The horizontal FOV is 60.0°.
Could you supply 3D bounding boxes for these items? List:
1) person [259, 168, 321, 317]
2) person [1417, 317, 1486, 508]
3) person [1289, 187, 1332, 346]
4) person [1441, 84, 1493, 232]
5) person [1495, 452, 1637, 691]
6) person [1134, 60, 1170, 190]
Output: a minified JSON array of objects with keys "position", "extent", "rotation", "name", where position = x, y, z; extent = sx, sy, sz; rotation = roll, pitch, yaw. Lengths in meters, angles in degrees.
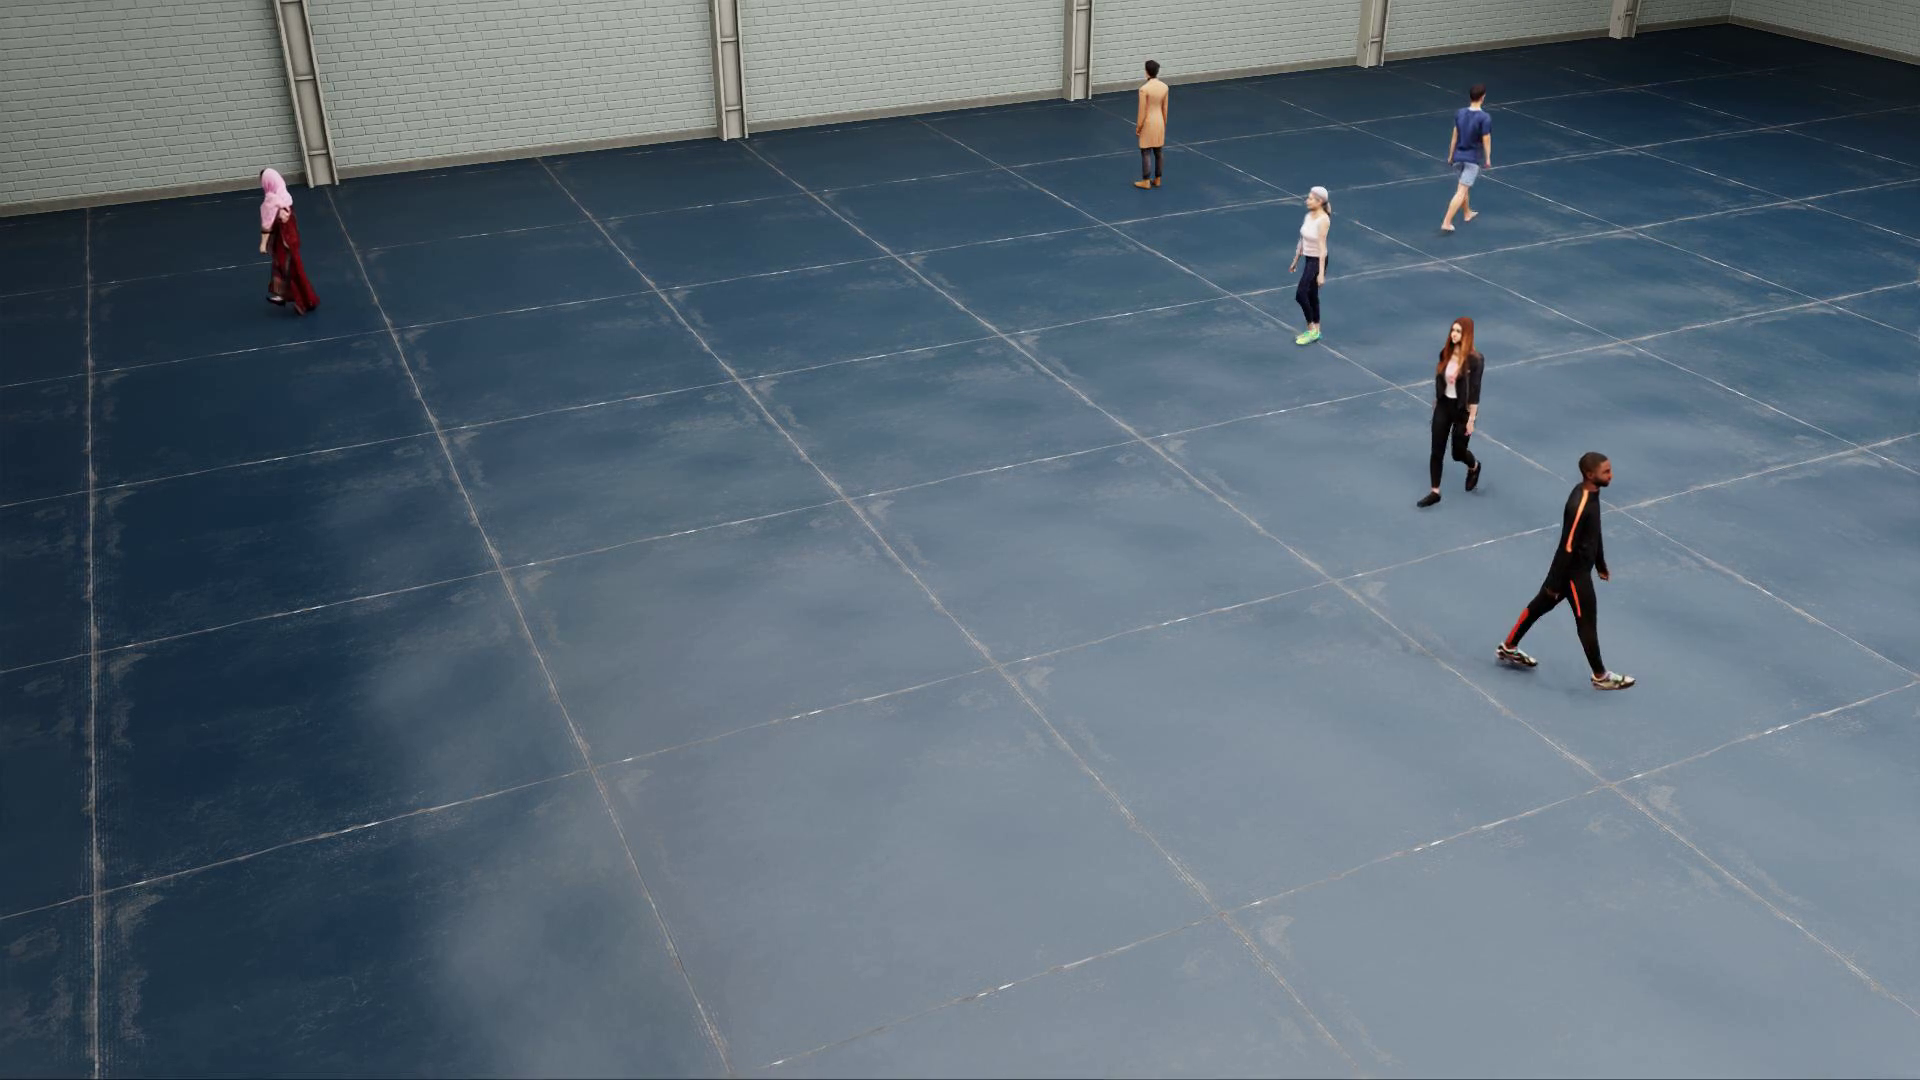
[{"position":[-7.388,-3.294,18.351],"extent":[1.043,1.637,0.923],"rotation":[2,28,4],"name":"person"},{"position":[4.271,-1.097,14.163],"extent":[0.985,1.697,0.763],"rotation":[-21,35,-35],"name":"person"},{"position":[3.819,-2.894,17.541],"extent":[0.703,1.692,0.692],"rotation":[-4,28,-7],"name":"person"},{"position":[6.347,-4.763,20.936],"extent":[1.250,1.801,0.906],"rotation":[-25,37,-38],"name":"person"},{"position":[4.199,0.197,11.670],"extent":[1.195,1.757,1.176],"rotation":[12,30,21],"name":"person"},{"position":[2.625,-5.690,22.756],"extent":[0.573,1.726,0.717],"rotation":[-16,32,-27],"name":"person"}]
